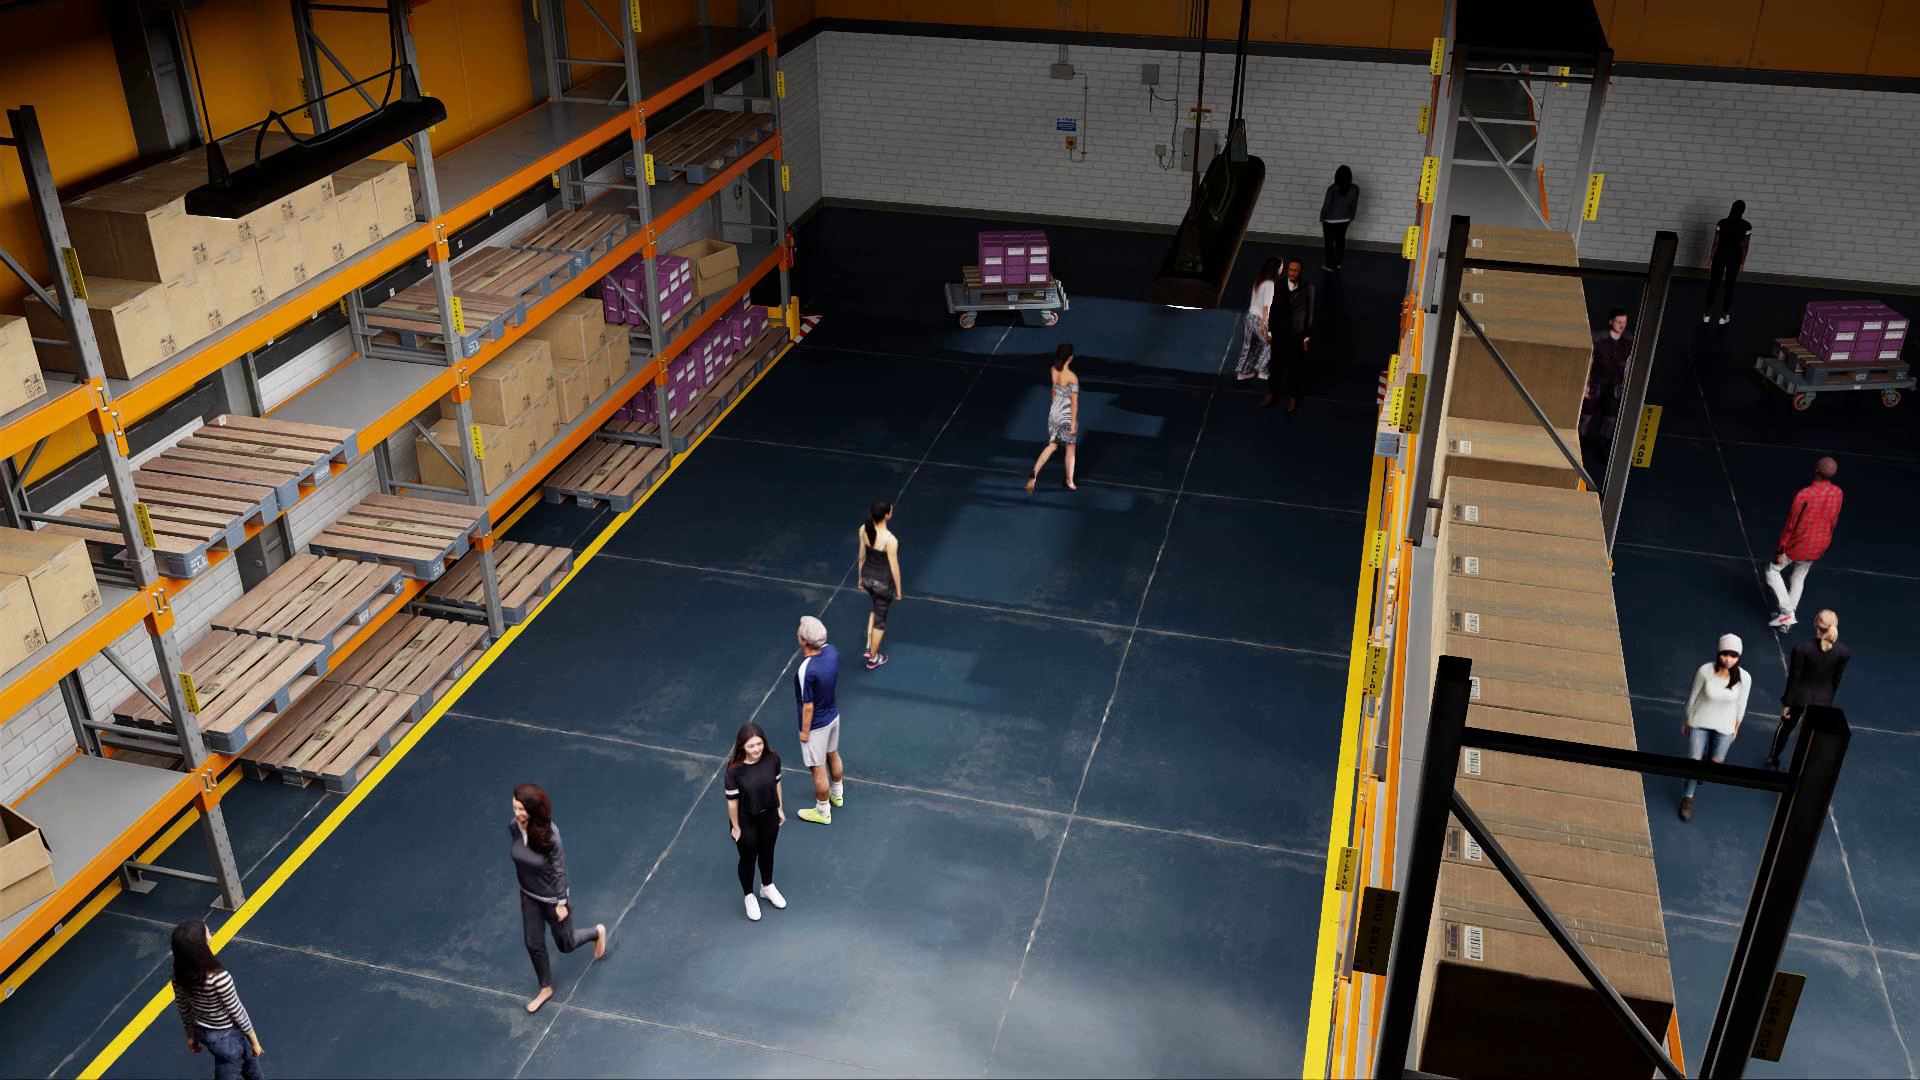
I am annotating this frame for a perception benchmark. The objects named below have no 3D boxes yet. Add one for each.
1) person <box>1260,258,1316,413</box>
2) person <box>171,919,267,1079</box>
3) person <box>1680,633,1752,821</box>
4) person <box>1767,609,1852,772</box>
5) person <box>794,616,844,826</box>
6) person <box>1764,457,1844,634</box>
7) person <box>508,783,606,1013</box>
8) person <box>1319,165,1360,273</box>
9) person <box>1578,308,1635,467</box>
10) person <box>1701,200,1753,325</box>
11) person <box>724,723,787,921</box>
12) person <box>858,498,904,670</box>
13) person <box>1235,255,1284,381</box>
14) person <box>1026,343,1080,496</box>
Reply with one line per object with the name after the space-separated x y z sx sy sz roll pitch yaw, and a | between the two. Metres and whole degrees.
3.999 -2.505 20.173 0.751 1.904 0.683 14 32 24 | person
-4.520 3.097 10.057 0.671 1.757 1.117 10 30 18 | person
5.973 1.437 13.233 0.633 1.631 0.858 12 31 20 | person
6.805 1.377 13.301 0.585 1.669 1.046 7 29 13 | person
-1.108 1.401 13.081 0.729 1.838 0.547 12 31 22 | person
7.904 0.084 15.523 0.805 1.811 0.834 -2 29 -4 | person
-2.784 2.374 11.388 0.729 1.751 1.013 13 31 23 | person
5.578 -4.748 24.611 0.801 1.591 0.837 -9 30 -17 | person
7.270 -1.772 18.894 0.799 1.842 0.762 0 29 0 | person
10.497 -3.814 22.758 0.659 1.728 0.646 14 32 24 | person
-1.491 2.021 12.154 0.702 1.639 0.773 -19 34 -30 | person
-0.794 0.439 14.976 0.678 1.713 0.702 20 34 32 | person
3.720 -2.760 20.908 0.942 1.647 0.874 -5 29 -9 | person
1.037 -1.260 18.000 1.104 1.799 0.953 -22 35 -34 | person
